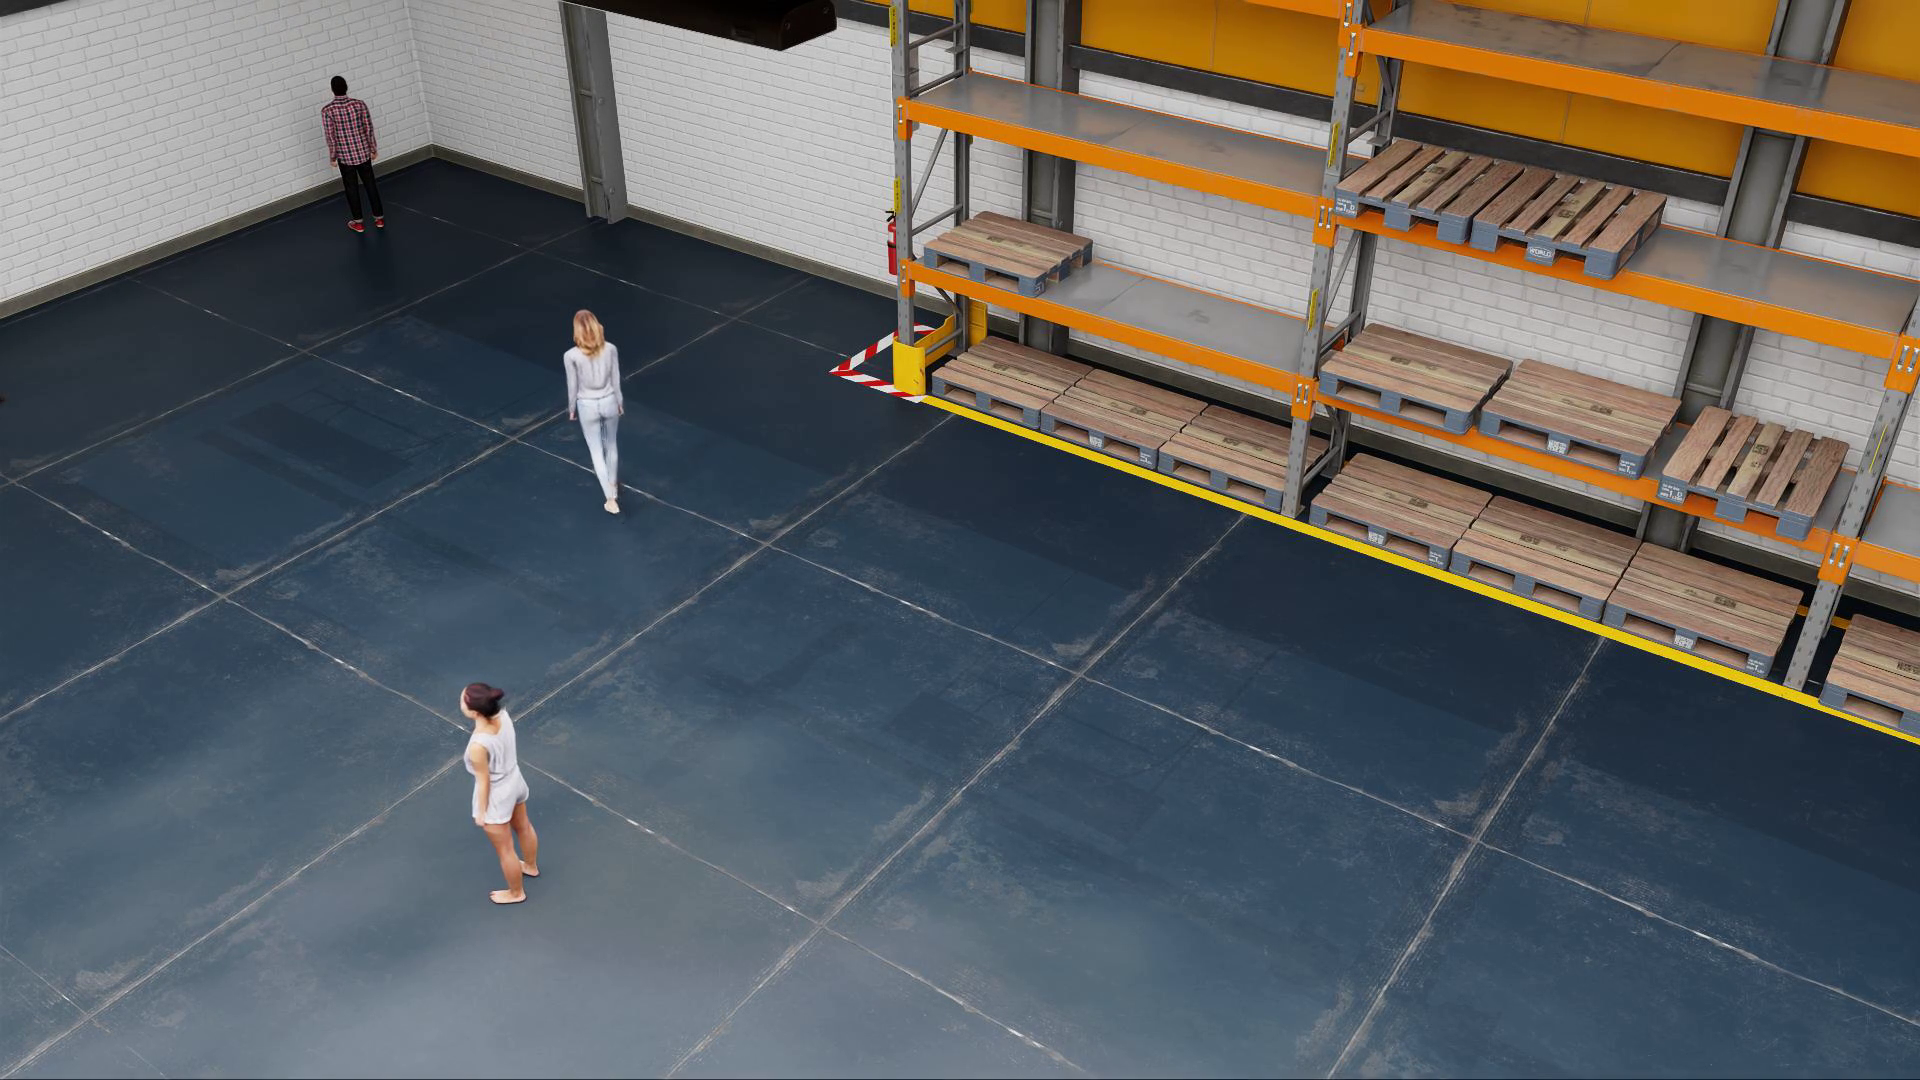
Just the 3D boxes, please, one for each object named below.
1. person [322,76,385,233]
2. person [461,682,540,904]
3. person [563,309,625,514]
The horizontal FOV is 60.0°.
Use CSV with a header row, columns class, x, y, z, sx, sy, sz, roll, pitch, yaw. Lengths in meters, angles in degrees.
class,x,y,z,sx,sy,sz,roll,pitch,yaw
person,-6.772,-4.318,18.556,0.768,1.761,0.730,-21,39,-28
person,-2.753,1.493,9.947,0.655,1.613,0.645,7,34,10
person,-2.953,-1.038,13.595,0.842,1.789,0.957,-15,36,-21
